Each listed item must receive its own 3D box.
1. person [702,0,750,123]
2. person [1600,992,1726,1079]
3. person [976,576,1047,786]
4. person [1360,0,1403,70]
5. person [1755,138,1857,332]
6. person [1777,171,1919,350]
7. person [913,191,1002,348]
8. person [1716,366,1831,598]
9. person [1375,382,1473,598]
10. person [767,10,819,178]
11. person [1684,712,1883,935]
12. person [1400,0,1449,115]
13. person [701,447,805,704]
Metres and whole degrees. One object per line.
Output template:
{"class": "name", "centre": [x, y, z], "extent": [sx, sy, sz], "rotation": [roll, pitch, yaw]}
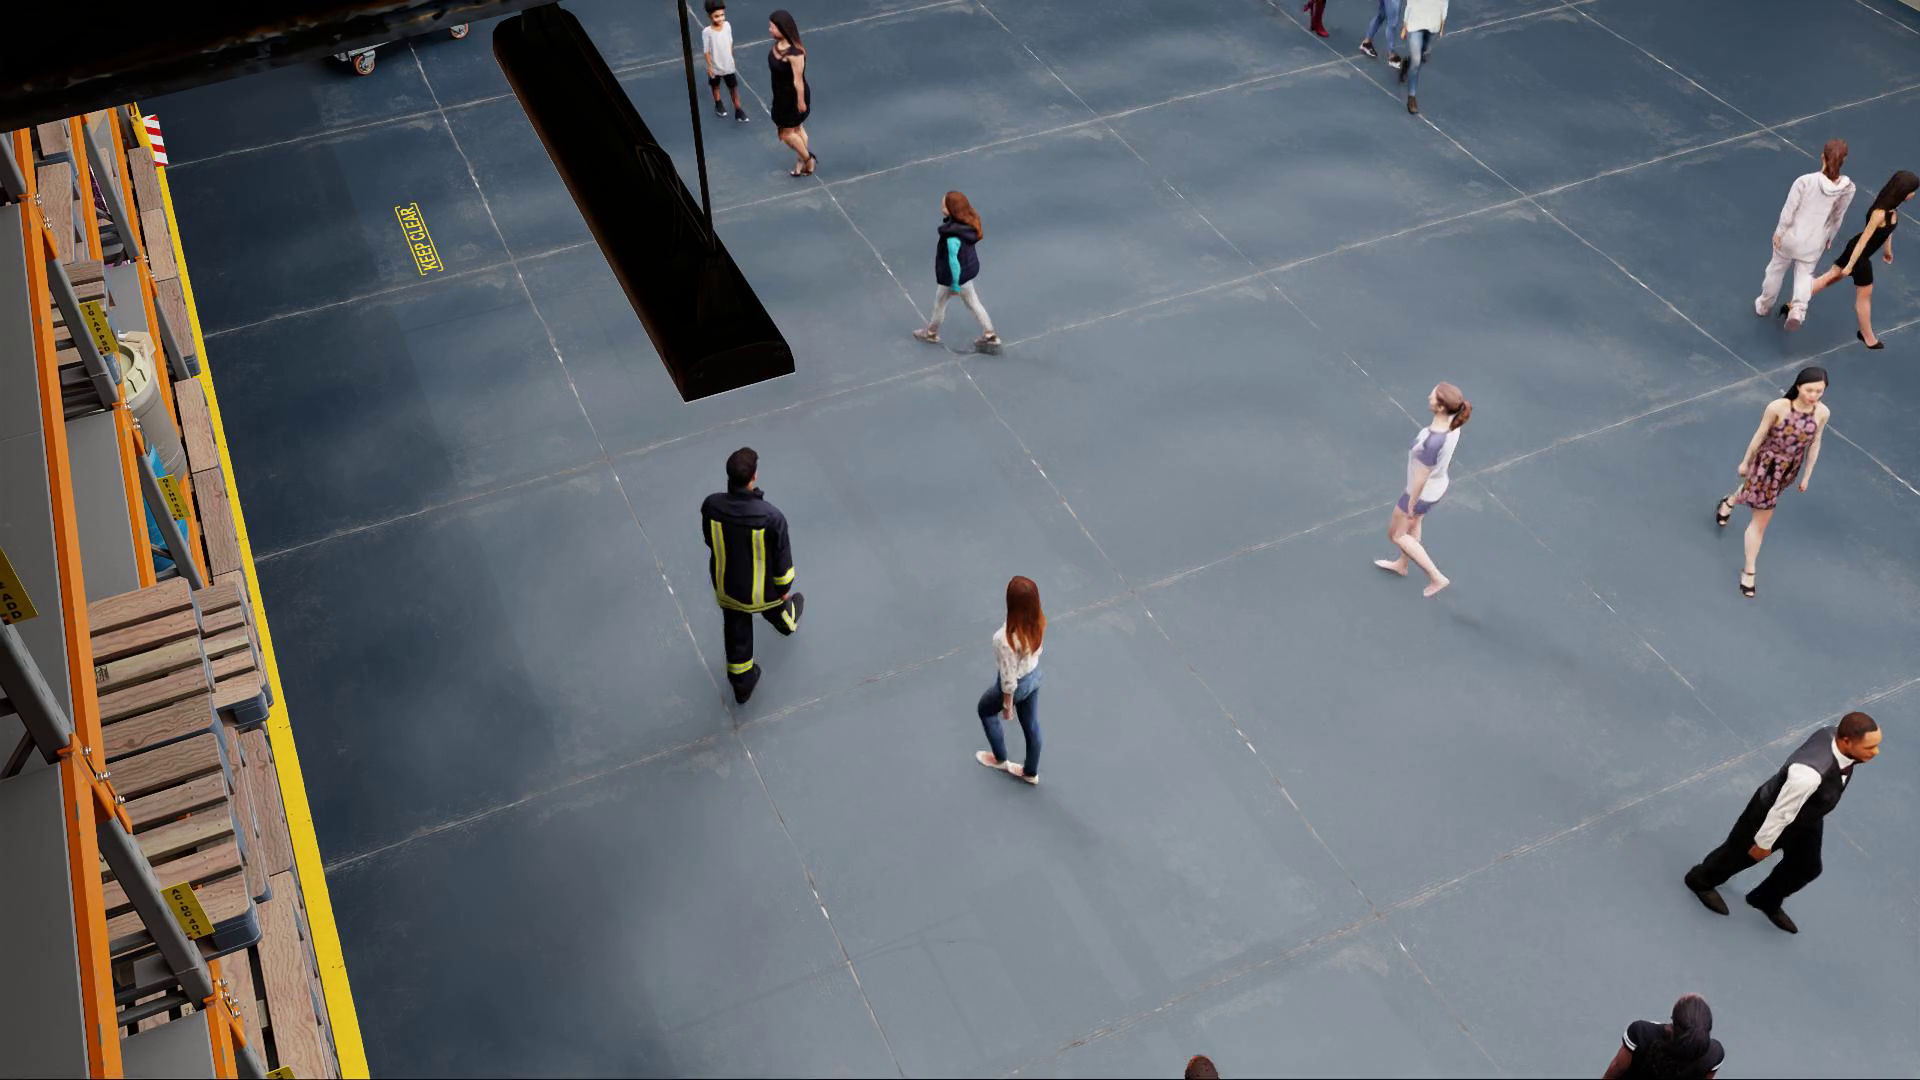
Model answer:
{"class": "person", "centre": [-2.407, -4.772, 16.429], "extent": [0.516, 1.239, 0.763], "rotation": [-20, 47, -20]}
{"class": "person", "centre": [3.388, 2.730, 8.202], "extent": [0.723, 1.726, 0.775], "rotation": [11, 45, 11]}
{"class": "person", "centre": [0.421, 0.906, 10.126], "extent": [0.793, 1.714, 0.726], "rotation": [30, 51, 28]}
{"class": "person", "centre": [4.415, -5.758, 17.212], "extent": [0.738, 1.587, 0.971], "rotation": [-23, 48, -23]}
{"class": "person", "centre": [6.959, -2.466, 13.693], "extent": [0.911, 1.675, 1.004], "rotation": [8, 44, 8]}
{"class": "person", "centre": [7.251, -2.316, 13.599], "extent": [1.147, 1.588, 0.957], "rotation": [23, 48, 22]}
{"class": "person", "centre": [0.050, -2.162, 13.527], "extent": [1.034, 1.464, 0.983], "rotation": [13, 45, 13]}
{"class": "person", "centre": [5.658, -0.530, 11.623], "extent": [0.966, 1.728, 1.224], "rotation": [3, 44, 3]}
{"class": "person", "centre": [3.246, -0.312, 11.374], "extent": [0.914, 1.755, 0.771], "rotation": [29, 51, 27]}
{"class": "person", "centre": [-1.474, -4.118, 15.403], "extent": [0.773, 1.708, 0.644], "rotation": [-10, 45, -10]}
{"class": "person", "centre": [4.595, 1.505, 9.374], "extent": [0.820, 1.884, 0.964], "rotation": [-28, 50, -27]}
{"class": "person", "centre": [4.578, -5.119, 16.514], "extent": [0.802, 1.626, 1.057], "rotation": [-3, 44, -3]}
{"class": "person", "centre": [-1.387, 0.279, 10.668], "extent": [1.243, 1.873, 1.328], "rotation": [12, 45, 12]}
